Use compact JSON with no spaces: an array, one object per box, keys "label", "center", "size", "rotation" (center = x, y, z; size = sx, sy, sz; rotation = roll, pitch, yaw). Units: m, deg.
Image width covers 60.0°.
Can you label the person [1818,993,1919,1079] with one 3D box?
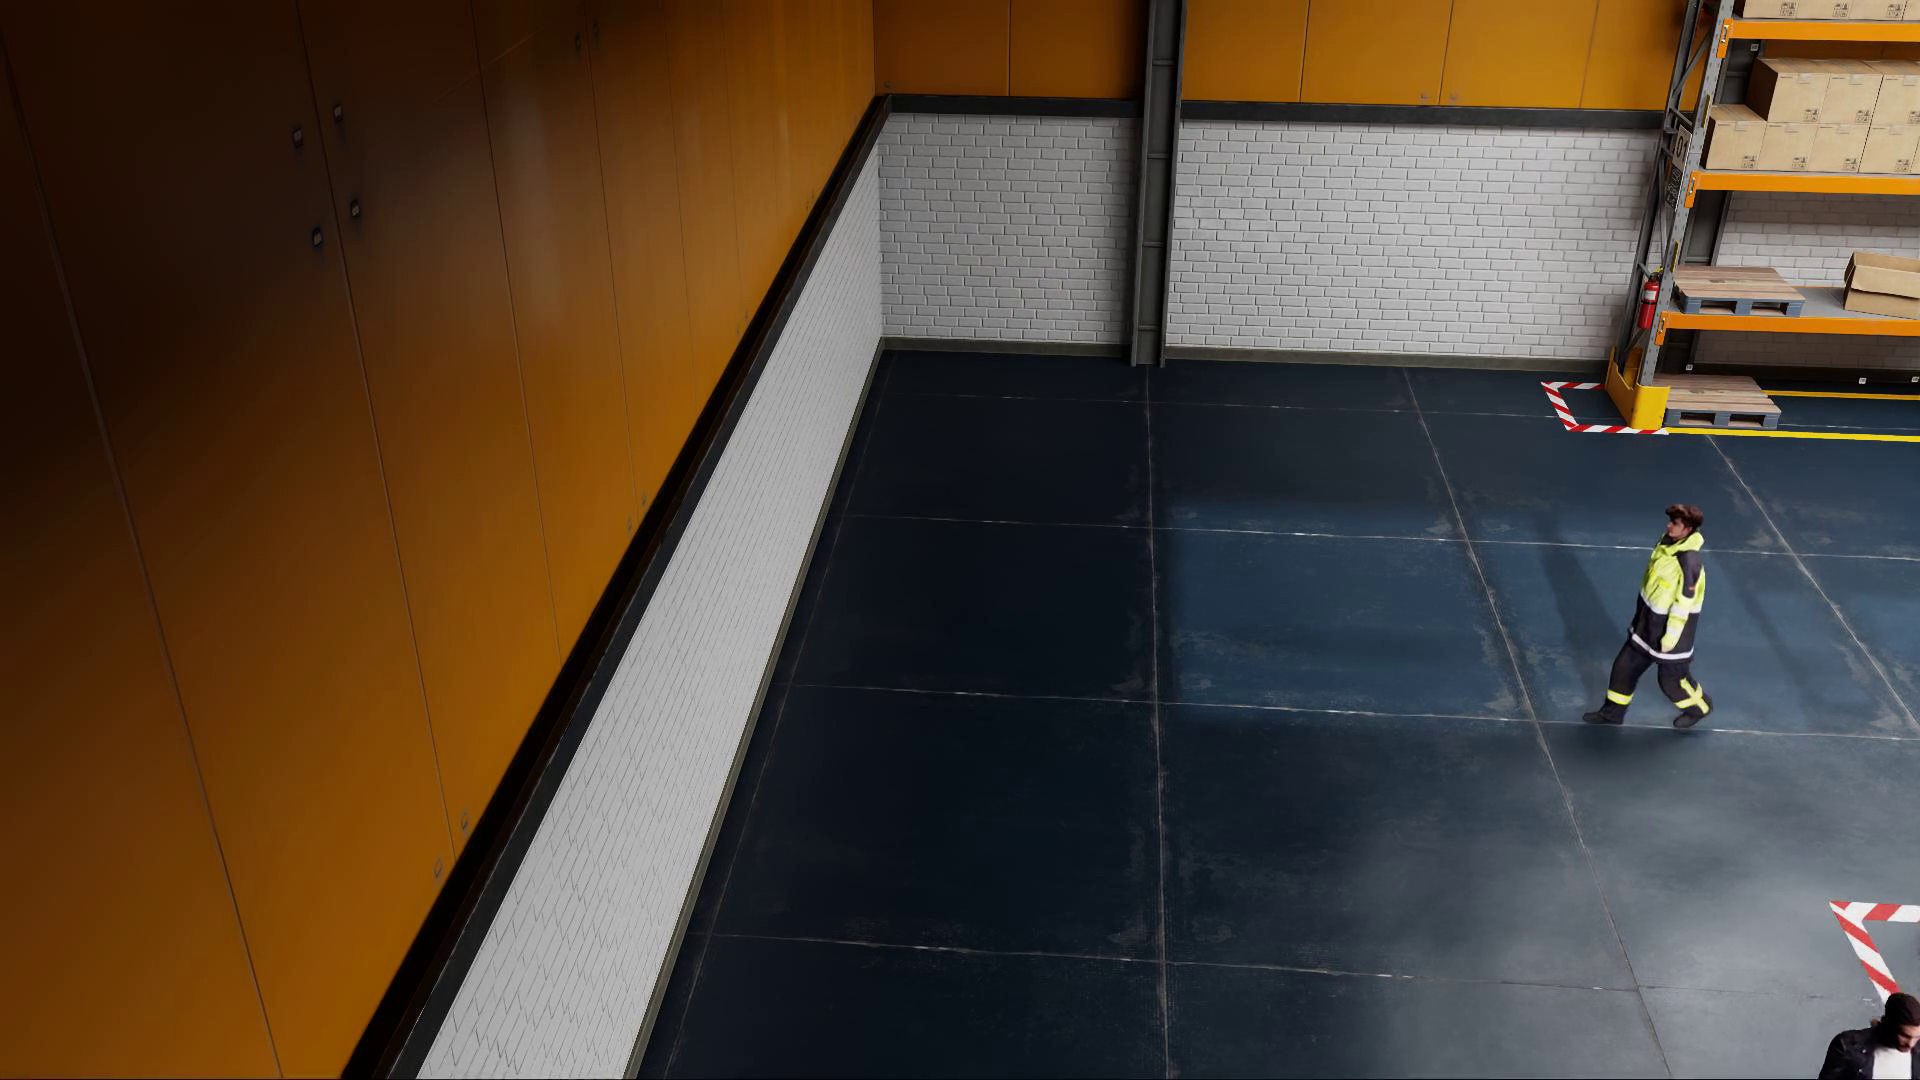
[{"label":"person","center":[4.563,2.955,8.542],"size":[1.039,1.802,0.783],"rotation":[3,29,5]}]

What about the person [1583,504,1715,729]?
[{"label":"person","center":[5.453,0.637,12.643],"size":[1.267,1.944,0.921],"rotation":[-3,29,-5]}]
